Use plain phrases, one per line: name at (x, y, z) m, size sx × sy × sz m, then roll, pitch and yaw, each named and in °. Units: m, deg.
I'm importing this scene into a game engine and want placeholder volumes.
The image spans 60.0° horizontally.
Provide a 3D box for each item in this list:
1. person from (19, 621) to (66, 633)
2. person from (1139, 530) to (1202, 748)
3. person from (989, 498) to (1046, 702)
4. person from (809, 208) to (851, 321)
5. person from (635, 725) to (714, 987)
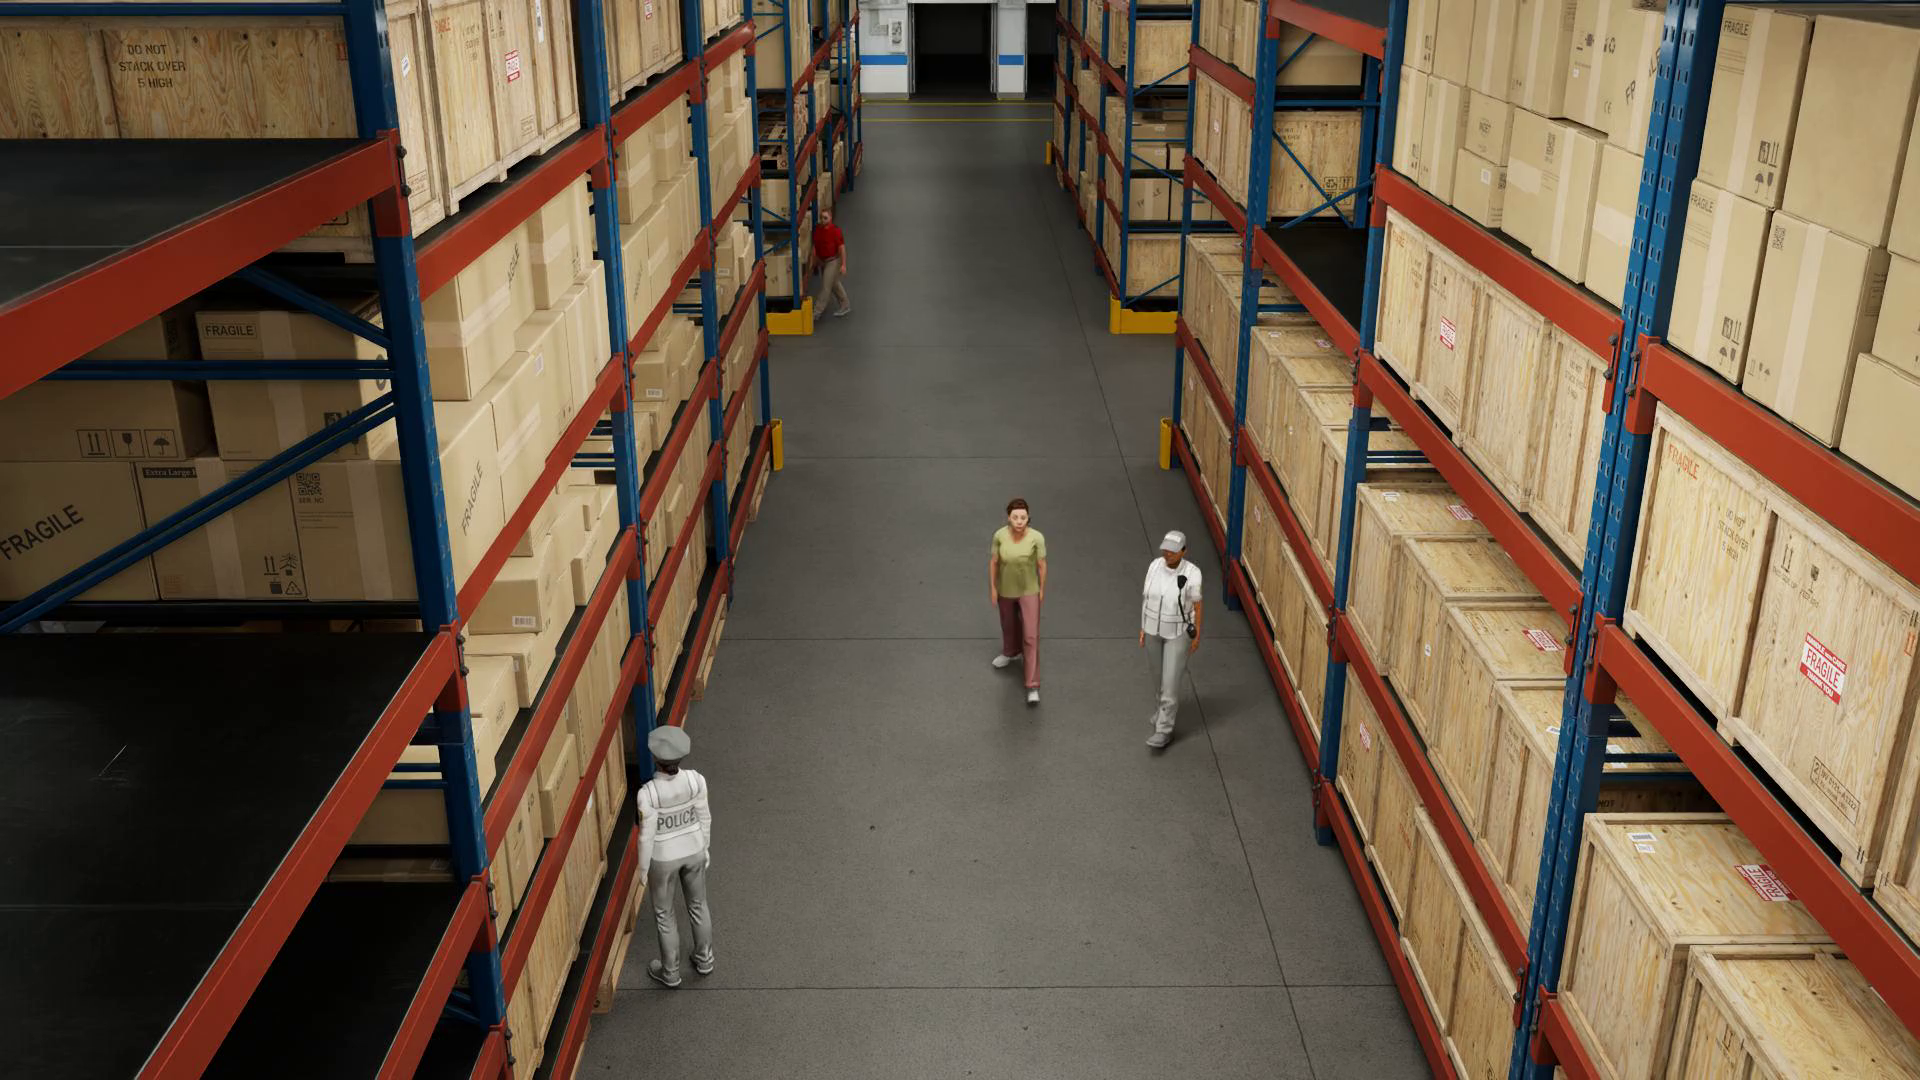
person at (-7.666, 0.362, 13.722) m, size 0.436 × 1.670 × 0.404 m, roll 1°, pitch 22°, yaw 3°
person at (1.554, 0.744, 12.764) m, size 0.471 × 1.657 × 0.744 m, roll 14°, pitch 25°, yaw 31°
person at (0.478, 0.428, 13.565) m, size 0.558 × 1.630 × 0.907 m, roll 6°, pitch 22°, yaw 15°
person at (-2.019, -4.173, 25.150) m, size 0.975 × 1.679 × 0.542 m, roll -18°, pitch 28°, yaw -38°
person at (-1.698, 1.871, 9.874) m, size 0.458 × 1.694 × 0.365 m, roll -13°, pitch 25°, yaw -30°
